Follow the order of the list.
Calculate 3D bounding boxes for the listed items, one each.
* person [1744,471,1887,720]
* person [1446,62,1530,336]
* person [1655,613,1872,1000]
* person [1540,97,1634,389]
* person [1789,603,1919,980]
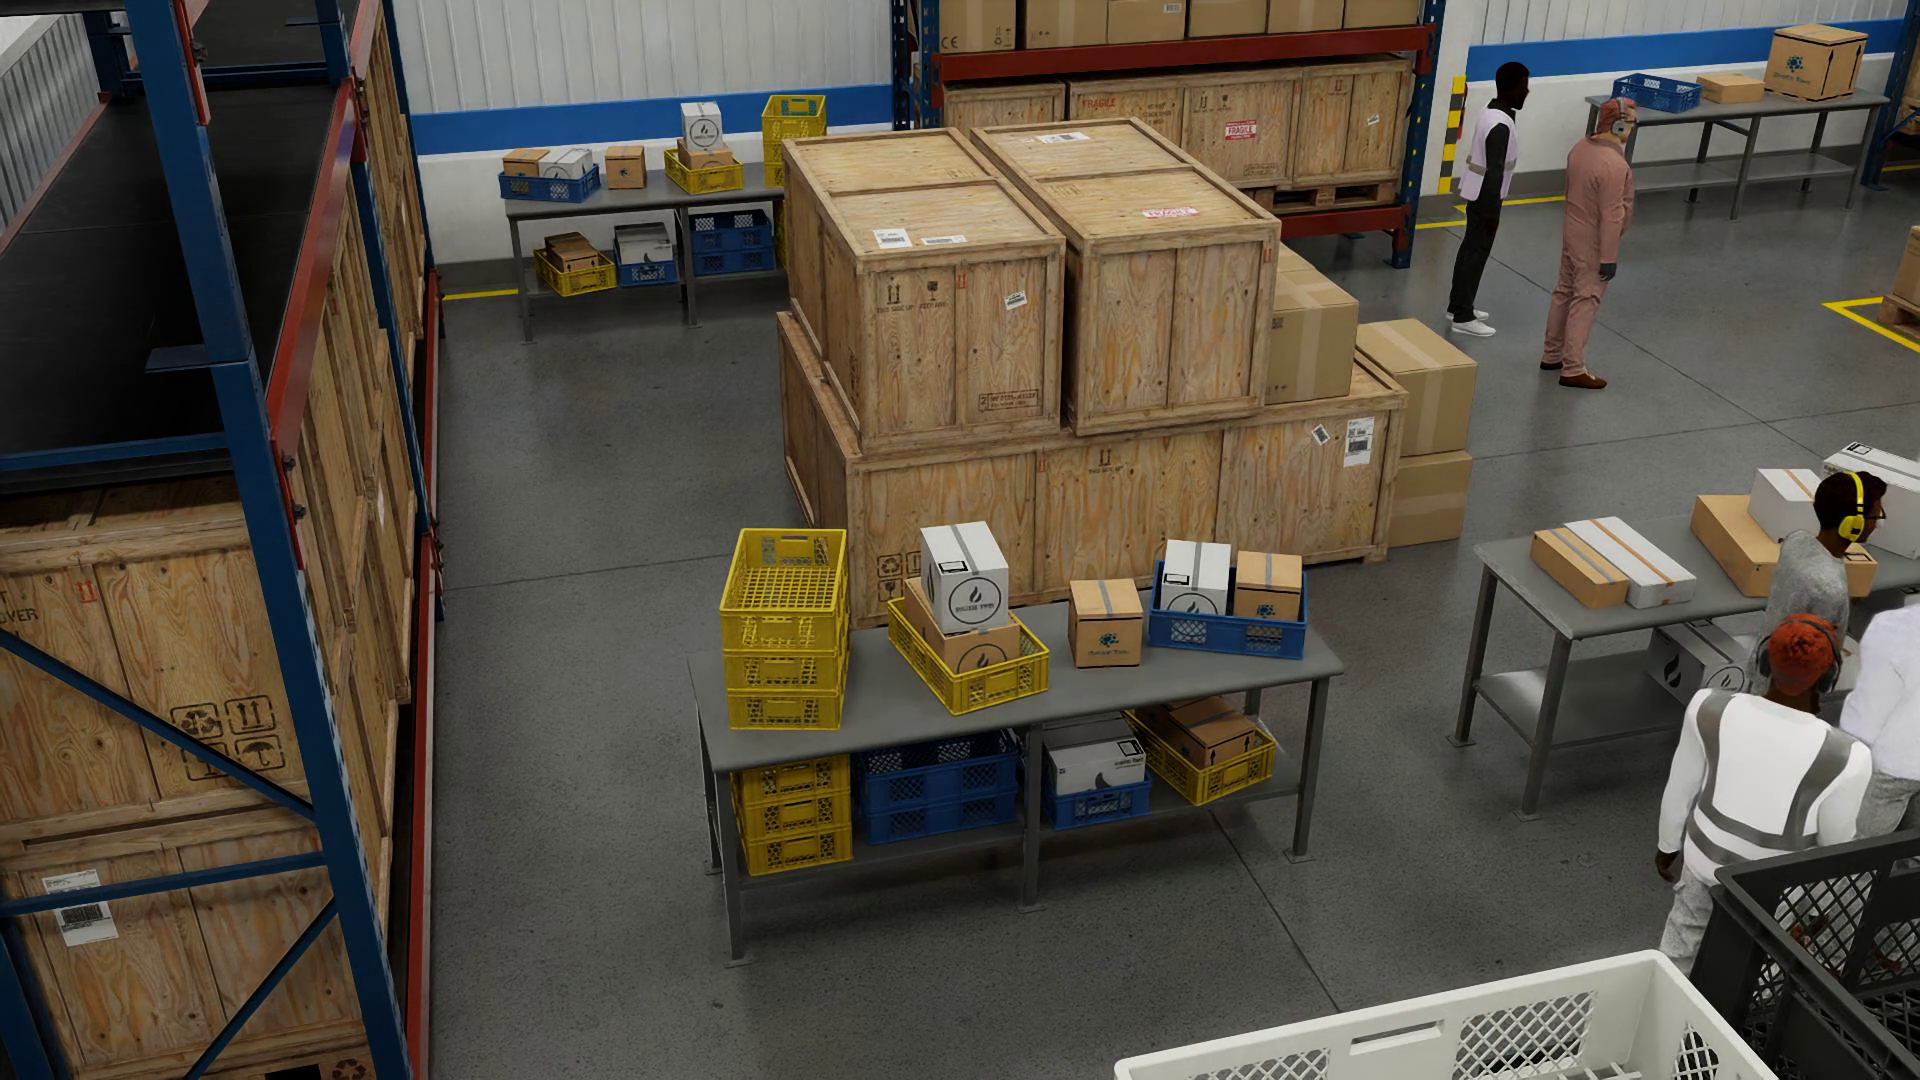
[{"bbox_3d":[3.197,0.583,6.398,0.336,1.866,0.515,4,29,7],"label":"person"},{"bbox_3d":[3.722,-2.419,11.784,0.373,1.916,0.596,4,29,8],"label":"person"},{"bbox_3d":[2.576,1.081,5.482,0.579,1.878,0.360,26,38,38],"label":"person"},{"bbox_3d":[4.175,-1.956,10.956,0.411,1.908,0.643,-3,29,-5],"label":"person"},{"bbox_3d":[3.381,0.789,5.947,0.627,1.935,0.371,-3,29,-5],"label":"person"}]
